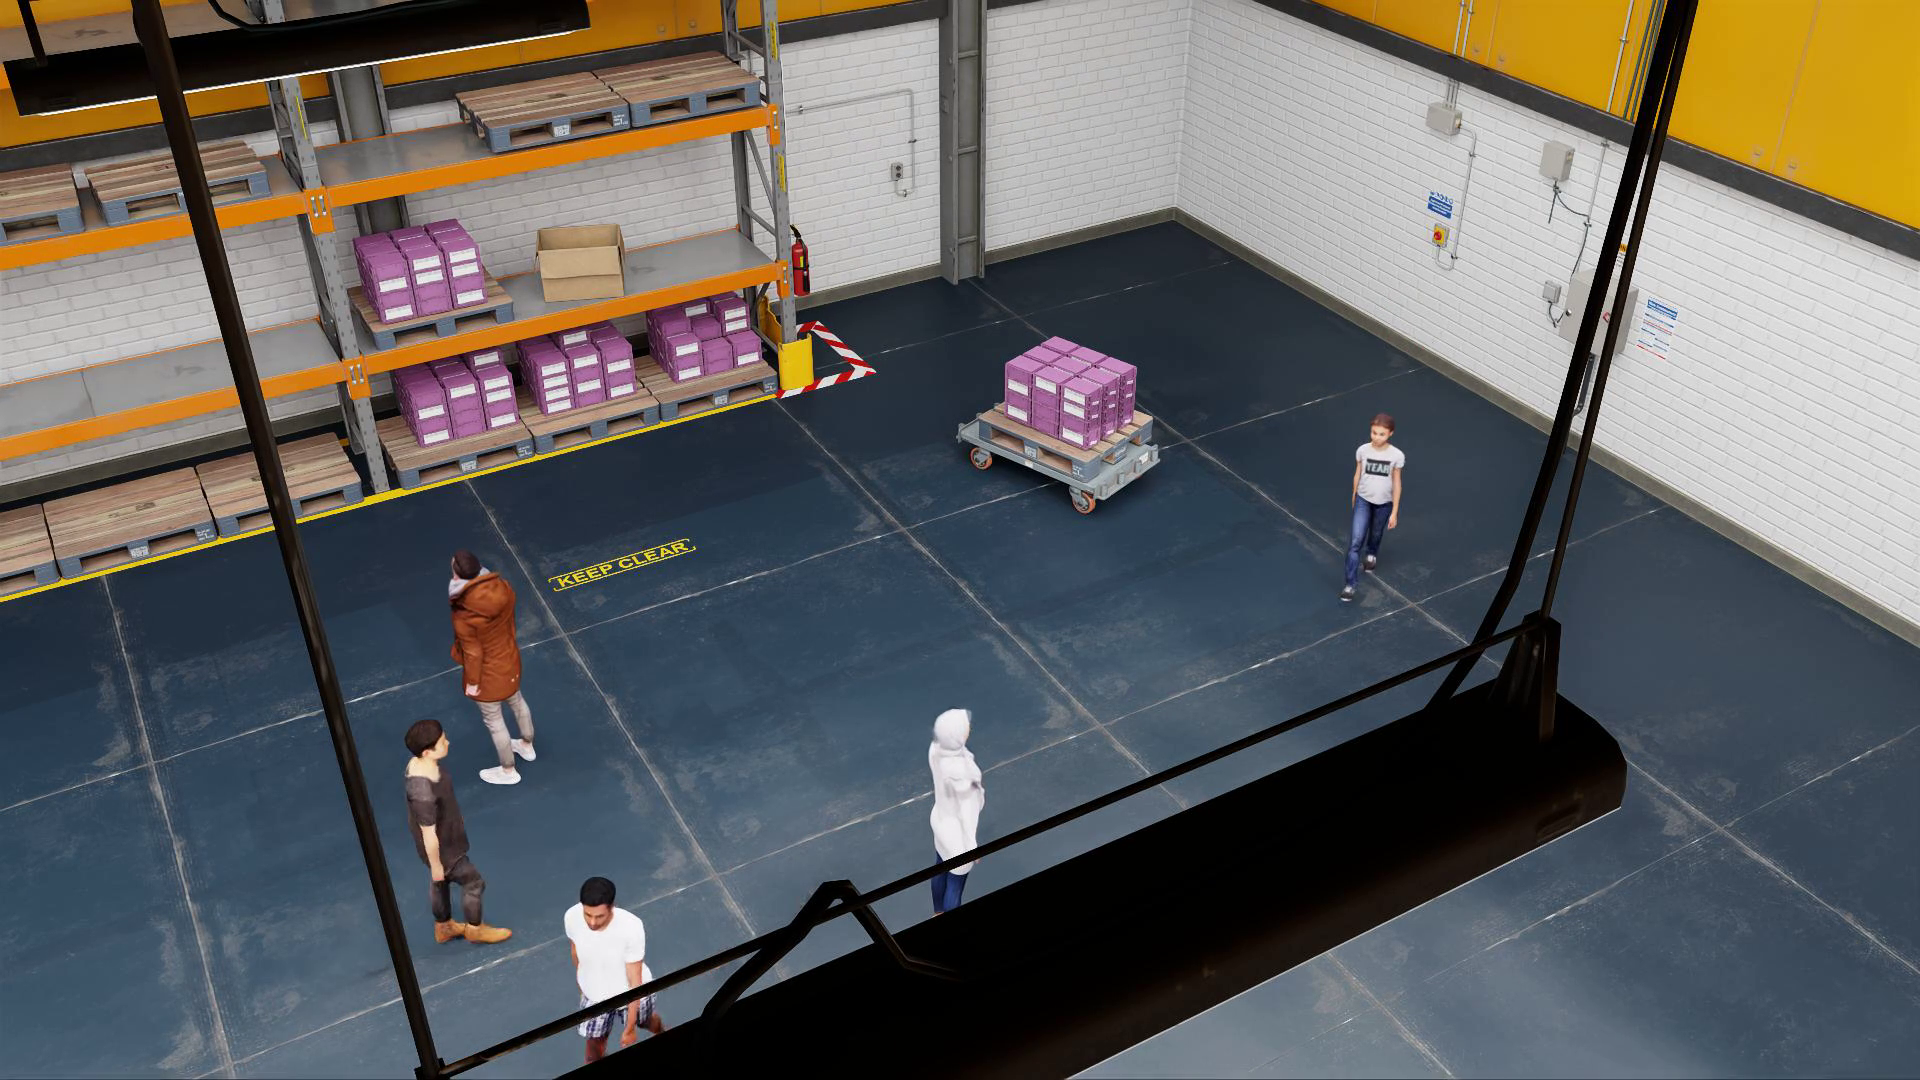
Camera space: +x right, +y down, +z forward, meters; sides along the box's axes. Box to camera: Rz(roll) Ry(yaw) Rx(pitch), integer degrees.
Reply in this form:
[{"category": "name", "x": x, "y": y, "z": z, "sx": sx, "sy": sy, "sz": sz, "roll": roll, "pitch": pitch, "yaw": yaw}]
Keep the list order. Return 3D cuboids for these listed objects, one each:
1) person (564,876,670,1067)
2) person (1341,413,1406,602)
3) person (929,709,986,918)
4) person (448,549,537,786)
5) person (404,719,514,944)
[{"category": "person", "x": -1.794, "y": 2.378, "z": 8.945, "sx": 1.134, "sy": 1.676, "sz": 1.149, "roll": 8, "pitch": 34, "yaw": 12}, {"category": "person", "x": 3.296, "y": -0.335, "z": 13.165, "sx": 0.980, "sy": 1.522, "sz": 1.088, "roll": 12, "pitch": 35, "yaw": 17}, {"category": "person", "x": -0.044, "y": 1.709, "z": 9.862, "sx": 0.571, "sy": 1.775, "sz": 0.643, "roll": -12, "pitch": 35, "yaw": -17}, {"category": "person", "x": -3.118, "y": 0.837, "z": 11.118, "sx": 0.901, "sy": 1.837, "sz": 0.829, "roll": 12, "pitch": 35, "yaw": 17}, {"category": "person", "x": -3.147, "y": 1.774, "z": 9.832, "sx": 0.748, "sy": 1.700, "sz": 0.710, "roll": -11, "pitch": 35, "yaw": -15}]
